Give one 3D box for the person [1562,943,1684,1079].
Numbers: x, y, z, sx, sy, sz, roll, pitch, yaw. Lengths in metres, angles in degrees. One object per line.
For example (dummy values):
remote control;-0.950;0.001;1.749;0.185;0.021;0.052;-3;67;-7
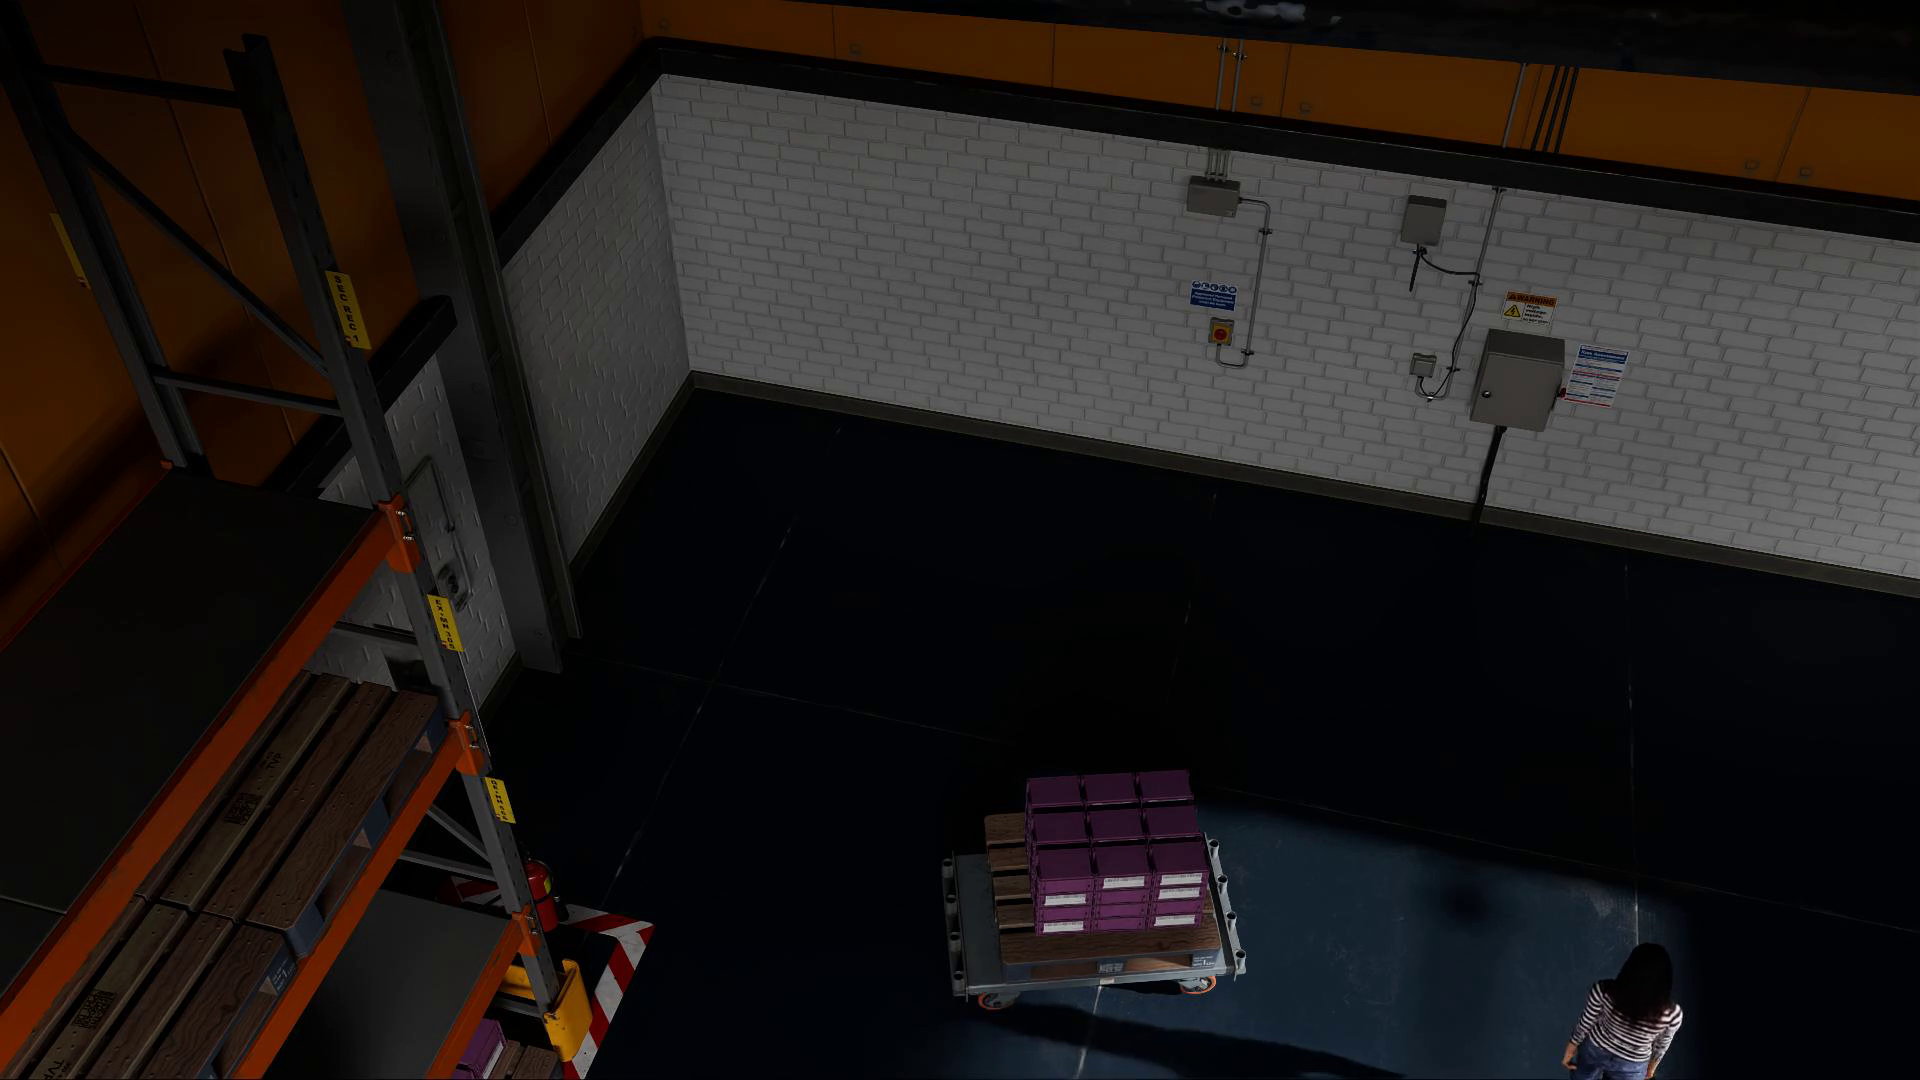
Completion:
person;3.193;2.645;8.211;0.779;1.767;1.117;21;48;21
